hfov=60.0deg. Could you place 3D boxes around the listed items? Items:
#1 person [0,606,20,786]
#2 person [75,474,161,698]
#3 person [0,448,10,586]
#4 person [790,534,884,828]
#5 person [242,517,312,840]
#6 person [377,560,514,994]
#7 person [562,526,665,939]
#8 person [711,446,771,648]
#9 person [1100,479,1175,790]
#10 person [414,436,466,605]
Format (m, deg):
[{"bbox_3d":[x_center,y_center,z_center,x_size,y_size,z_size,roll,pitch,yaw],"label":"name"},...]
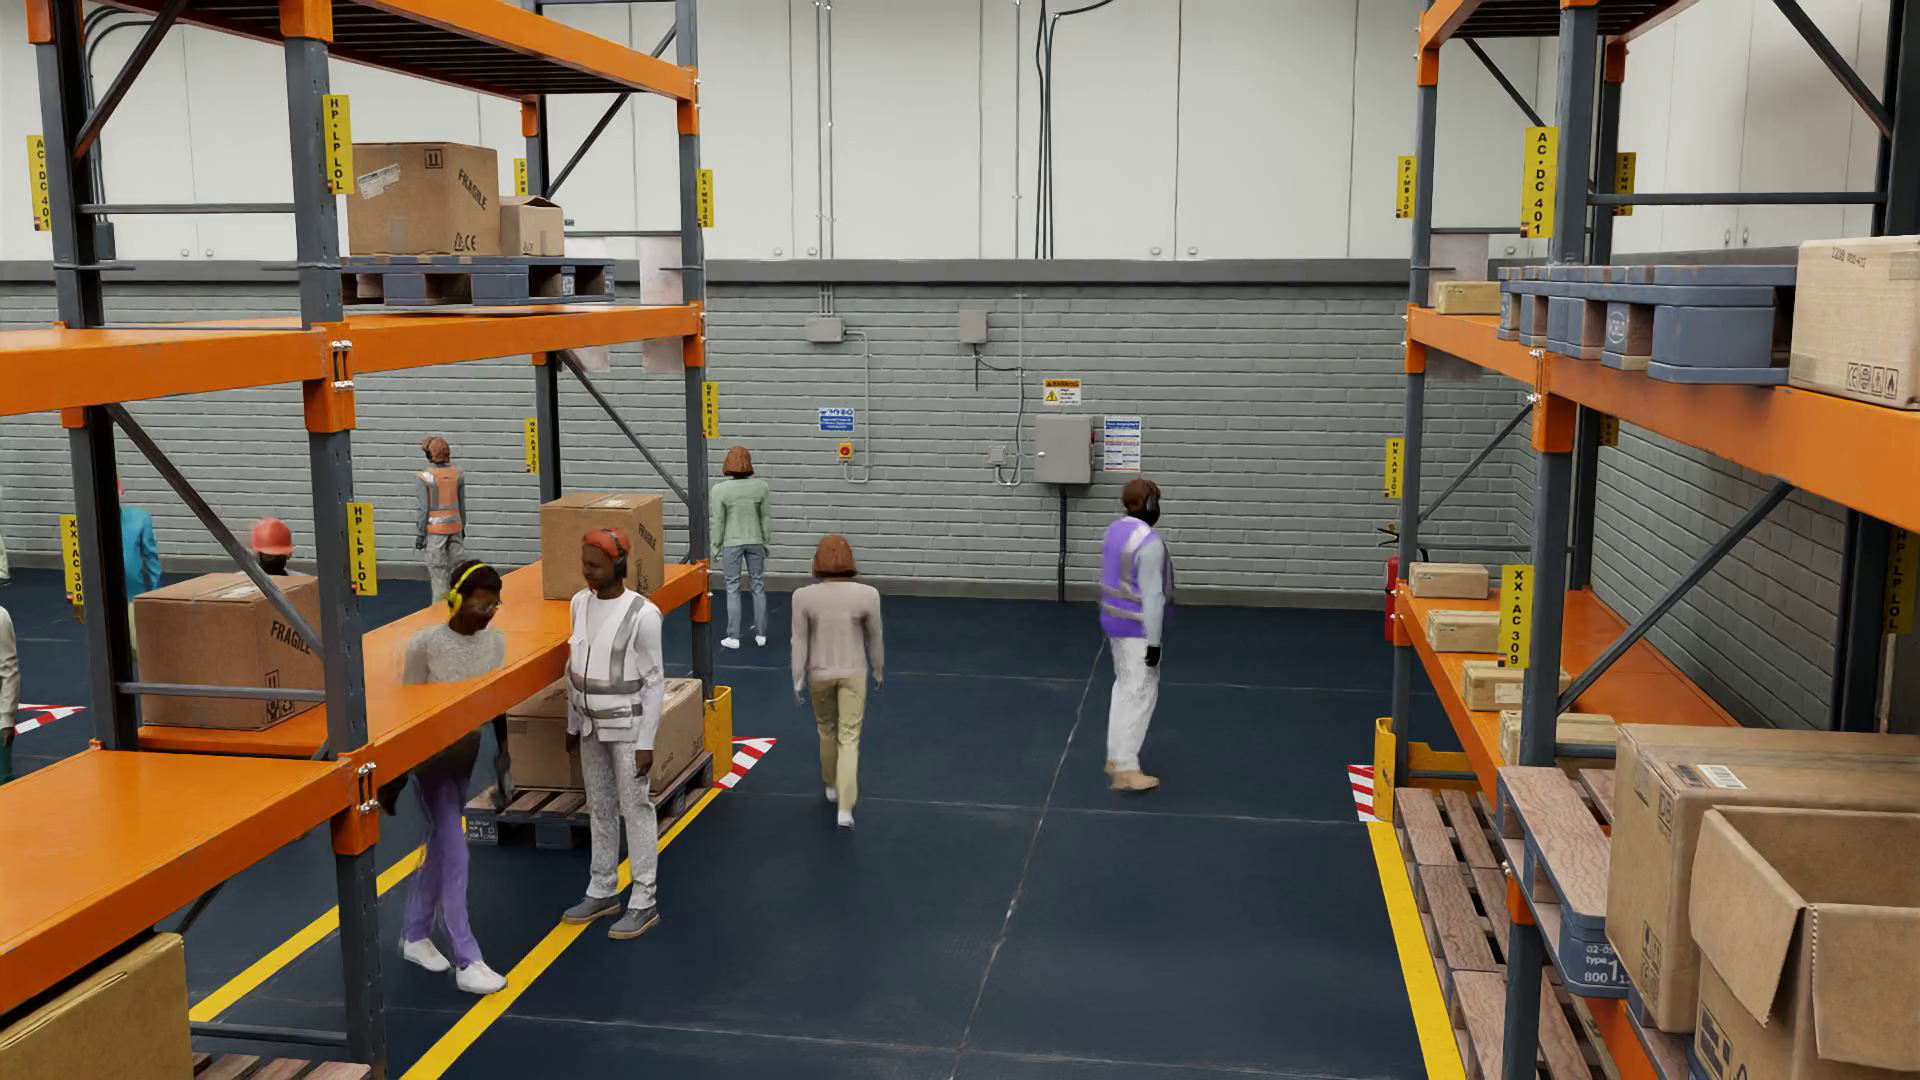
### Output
[{"bbox_3d":[-4.813,0.855,8.068,0.533,1.768,0.310,2,9,13],"label":"person"},{"bbox_3d":[-5.768,0.342,11.333,0.581,1.730,0.548,-8,12,-40],"label":"person"},{"bbox_3d":[-9.434,-0.407,15.945,0.574,1.737,0.354,4,10,21],"label":"person"},{"bbox_3d":[-0.684,0.769,9.208,0.500,1.593,0.868,0,9,0],"label":"person"},{"bbox_3d":[-3.686,0.725,8.929,0.571,1.735,0.476,-7,11,-36],"label":"person"},{"bbox_3d":[-2.110,0.990,7.070,0.855,1.817,0.569,5,11,30],"label":"person"},{"bbox_3d":[-1.595,0.874,7.610,0.582,1.886,0.351,7,11,35],"label":"person"},{"bbox_3d":[-1.761,0.057,13.391,0.499,1.634,0.279,-4,10,-25],"label":"person"},{"bbox_3d":[1.052,0.546,9.907,0.482,1.809,0.743,-3,10,-17],"label":"person"},{"bbox_3d":[-4.390,-0.058,14.086,0.309,1.638,0.522,5,11,30],"label":"person"}]
